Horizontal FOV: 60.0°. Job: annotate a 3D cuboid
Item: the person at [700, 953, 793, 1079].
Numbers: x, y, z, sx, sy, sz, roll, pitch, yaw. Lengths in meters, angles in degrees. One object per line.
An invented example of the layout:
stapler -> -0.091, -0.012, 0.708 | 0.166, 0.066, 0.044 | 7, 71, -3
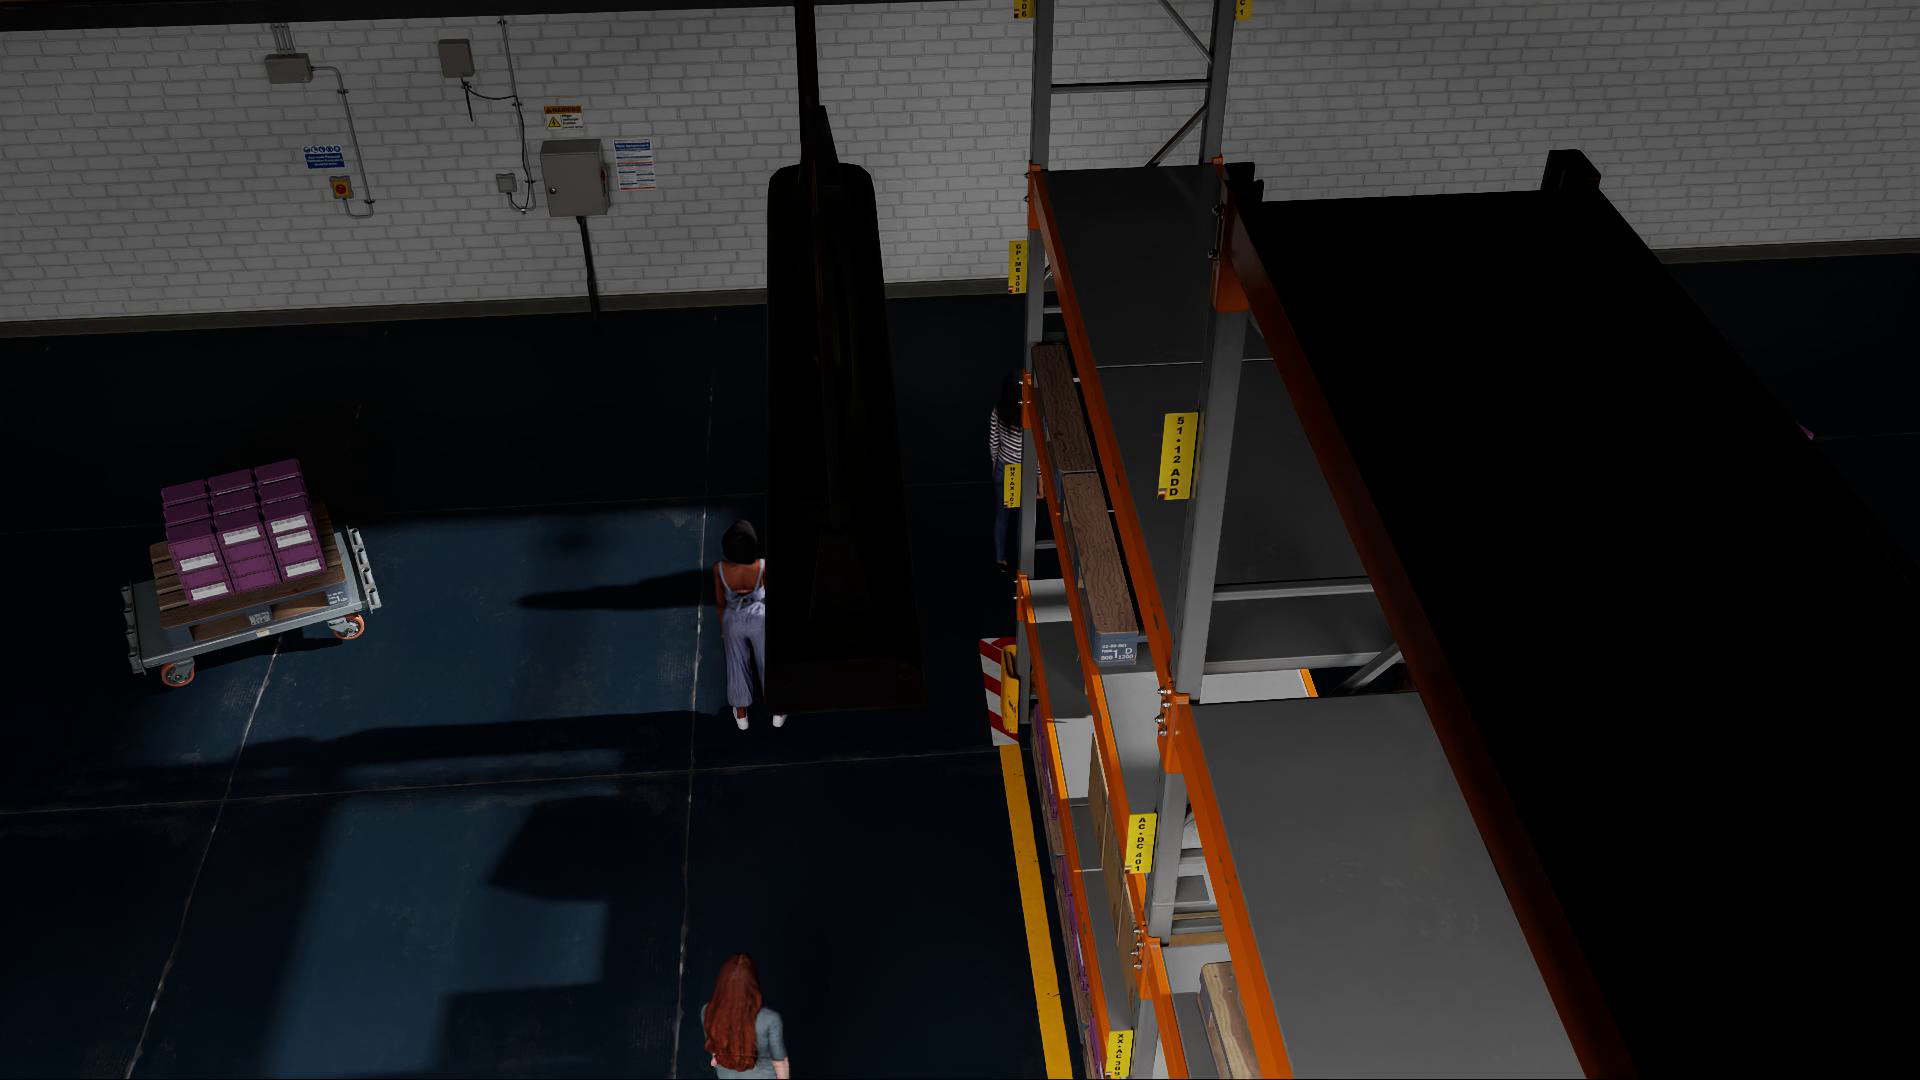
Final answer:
person -> -1.036, 2.718, 8.076 | 0.762, 1.711, 1.047 | 6, 39, 7

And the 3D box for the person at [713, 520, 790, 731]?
person -> -1.361, 0.555, 10.796 | 0.569, 1.696, 0.520 | -2, 39, -2

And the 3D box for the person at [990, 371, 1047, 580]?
person -> 0.402, -0.439, 11.961 | 0.636, 1.797, 0.676 | 24, 44, 27
